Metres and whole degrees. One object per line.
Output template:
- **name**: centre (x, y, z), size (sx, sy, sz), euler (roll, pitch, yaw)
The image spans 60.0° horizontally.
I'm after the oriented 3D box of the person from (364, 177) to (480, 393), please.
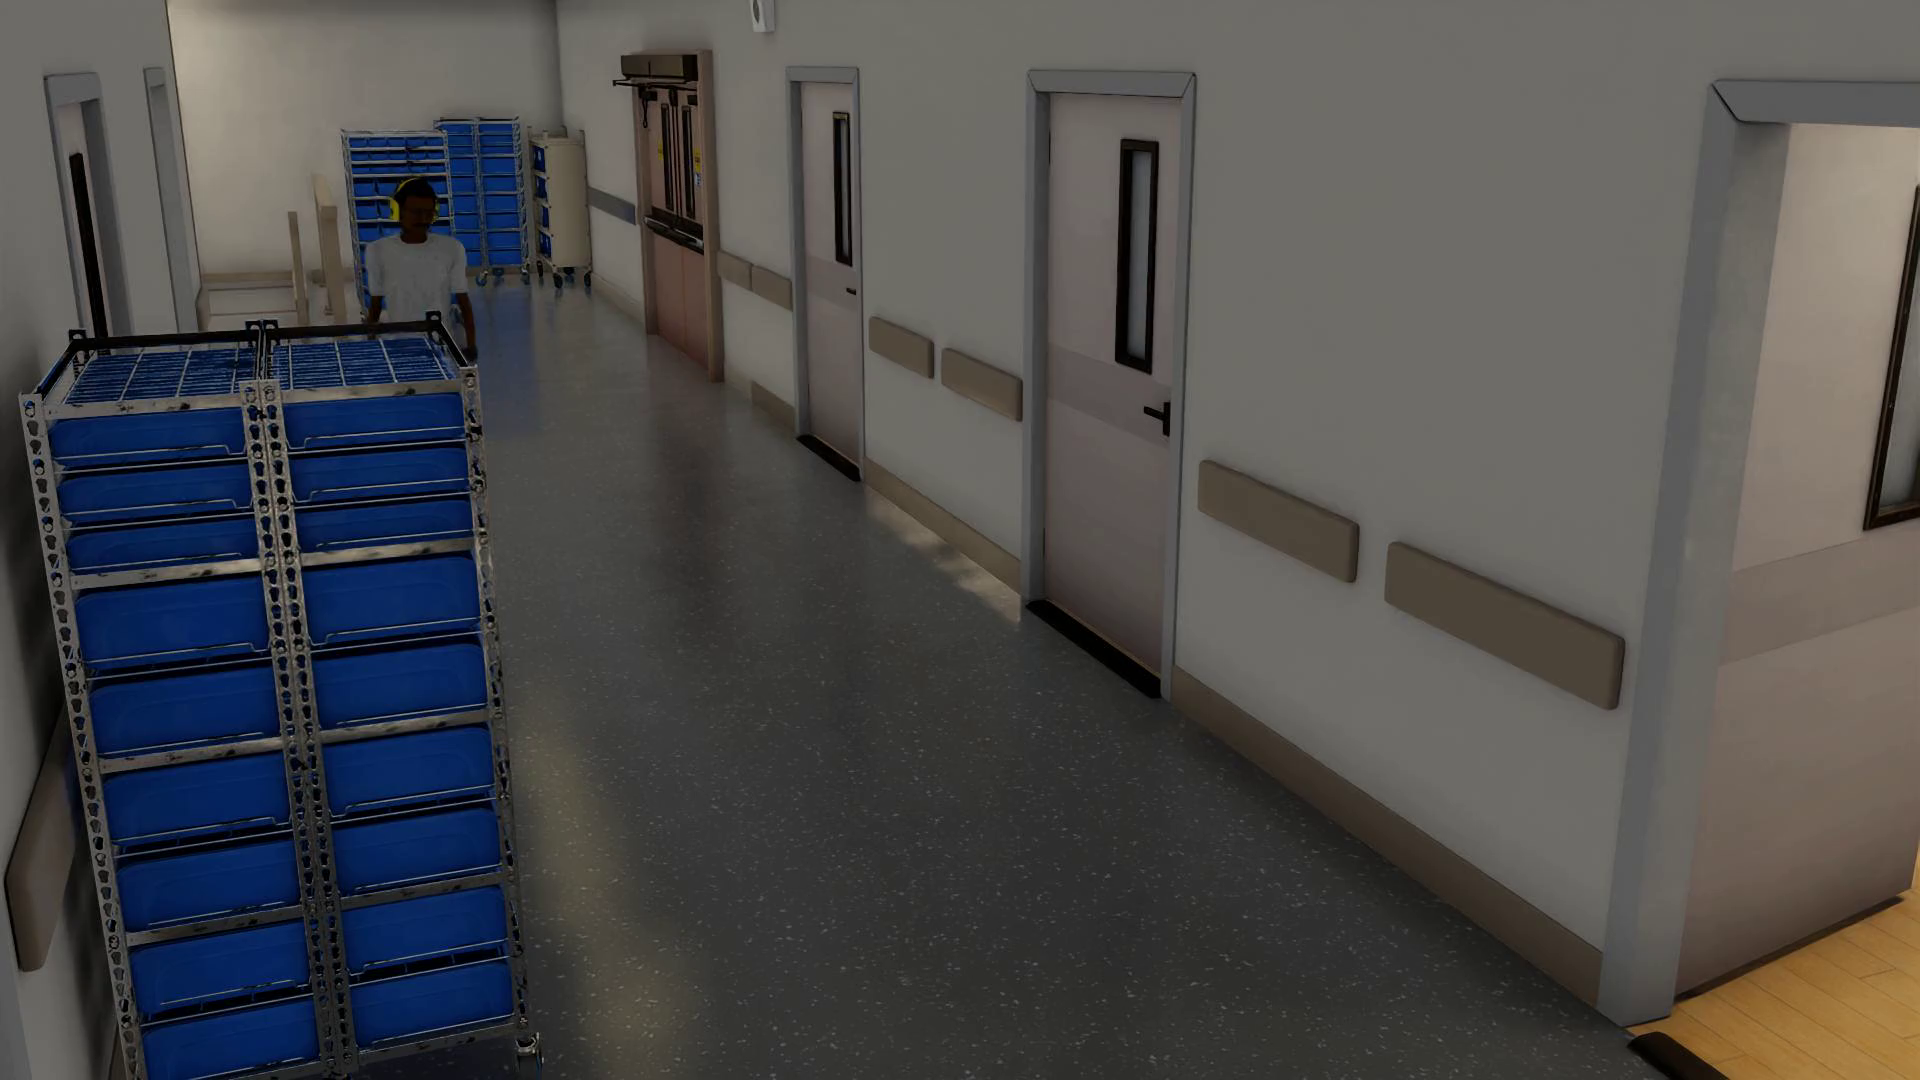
- **person**: centre (-2.773, -0.940, 8.533), size (0.567, 1.816, 1.004), euler (-7, 17, -22)
